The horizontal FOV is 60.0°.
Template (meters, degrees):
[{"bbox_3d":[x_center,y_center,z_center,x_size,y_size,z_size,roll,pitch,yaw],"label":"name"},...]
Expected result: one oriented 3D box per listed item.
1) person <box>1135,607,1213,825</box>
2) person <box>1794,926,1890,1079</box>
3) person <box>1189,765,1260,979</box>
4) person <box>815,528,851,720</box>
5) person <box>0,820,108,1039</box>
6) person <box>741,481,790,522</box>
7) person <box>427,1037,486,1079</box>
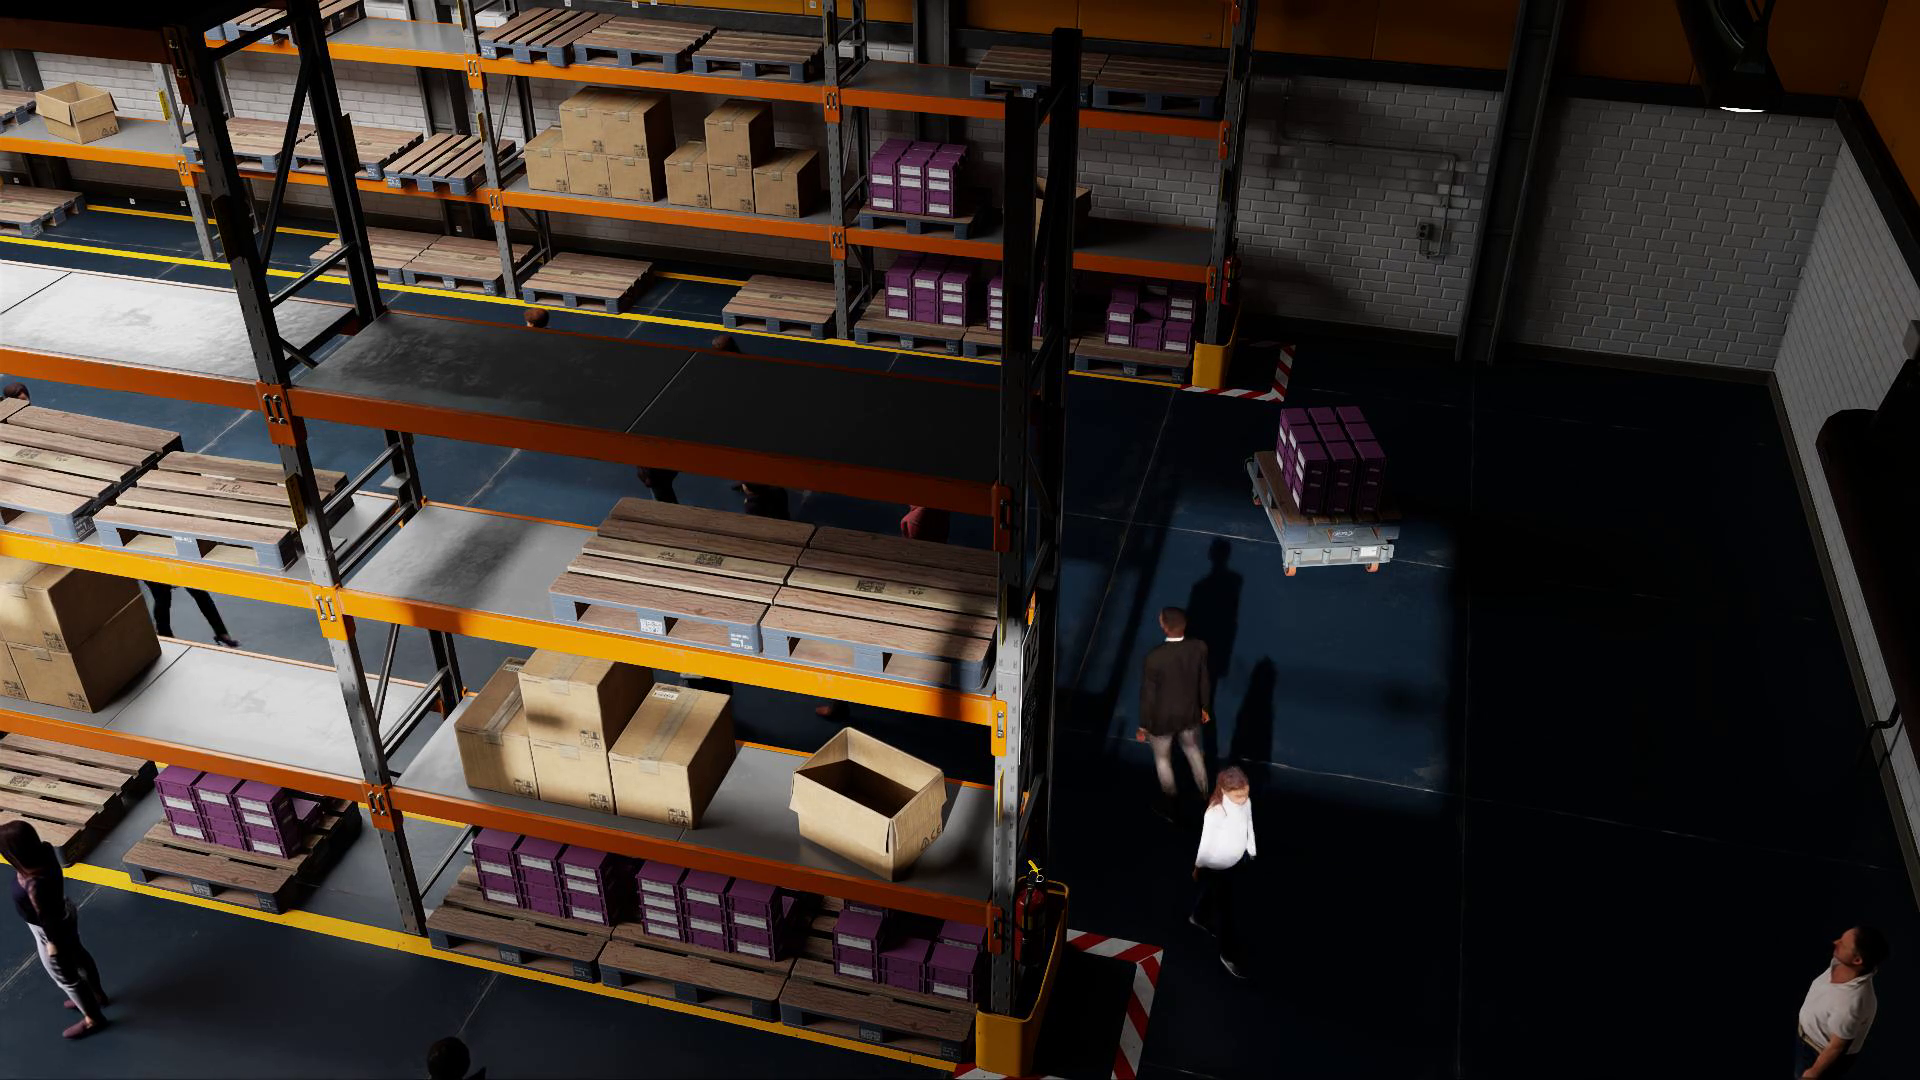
[{"bbox_3d":[1.511,1.238,11.460,0.850,1.769,0.939,-7,34,-11],"label":"person"},{"bbox_3d":[4.724,2.780,9.061,0.642,1.856,0.712,16,37,23],"label":"person"},{"bbox_3d":[1.603,1.979,10.559,0.844,1.533,0.949,-24,41,-32],"label":"person"},{"bbox_3d":[-0.831,0.648,12.396,0.738,1.717,0.733,3,34,4],"label":"person"},{"bbox_3d":[-5.450,2.312,9.994,0.710,1.603,0.679,-13,36,-19],"label":"person"},{"bbox_3d":[-1.469,0.161,13.179,0.968,1.660,0.882,24,40,31],"label":"person"},{"bbox_3d":[-2.545,3.203,8.602,0.593,1.661,0.662,25,41,32],"label":"person"}]
